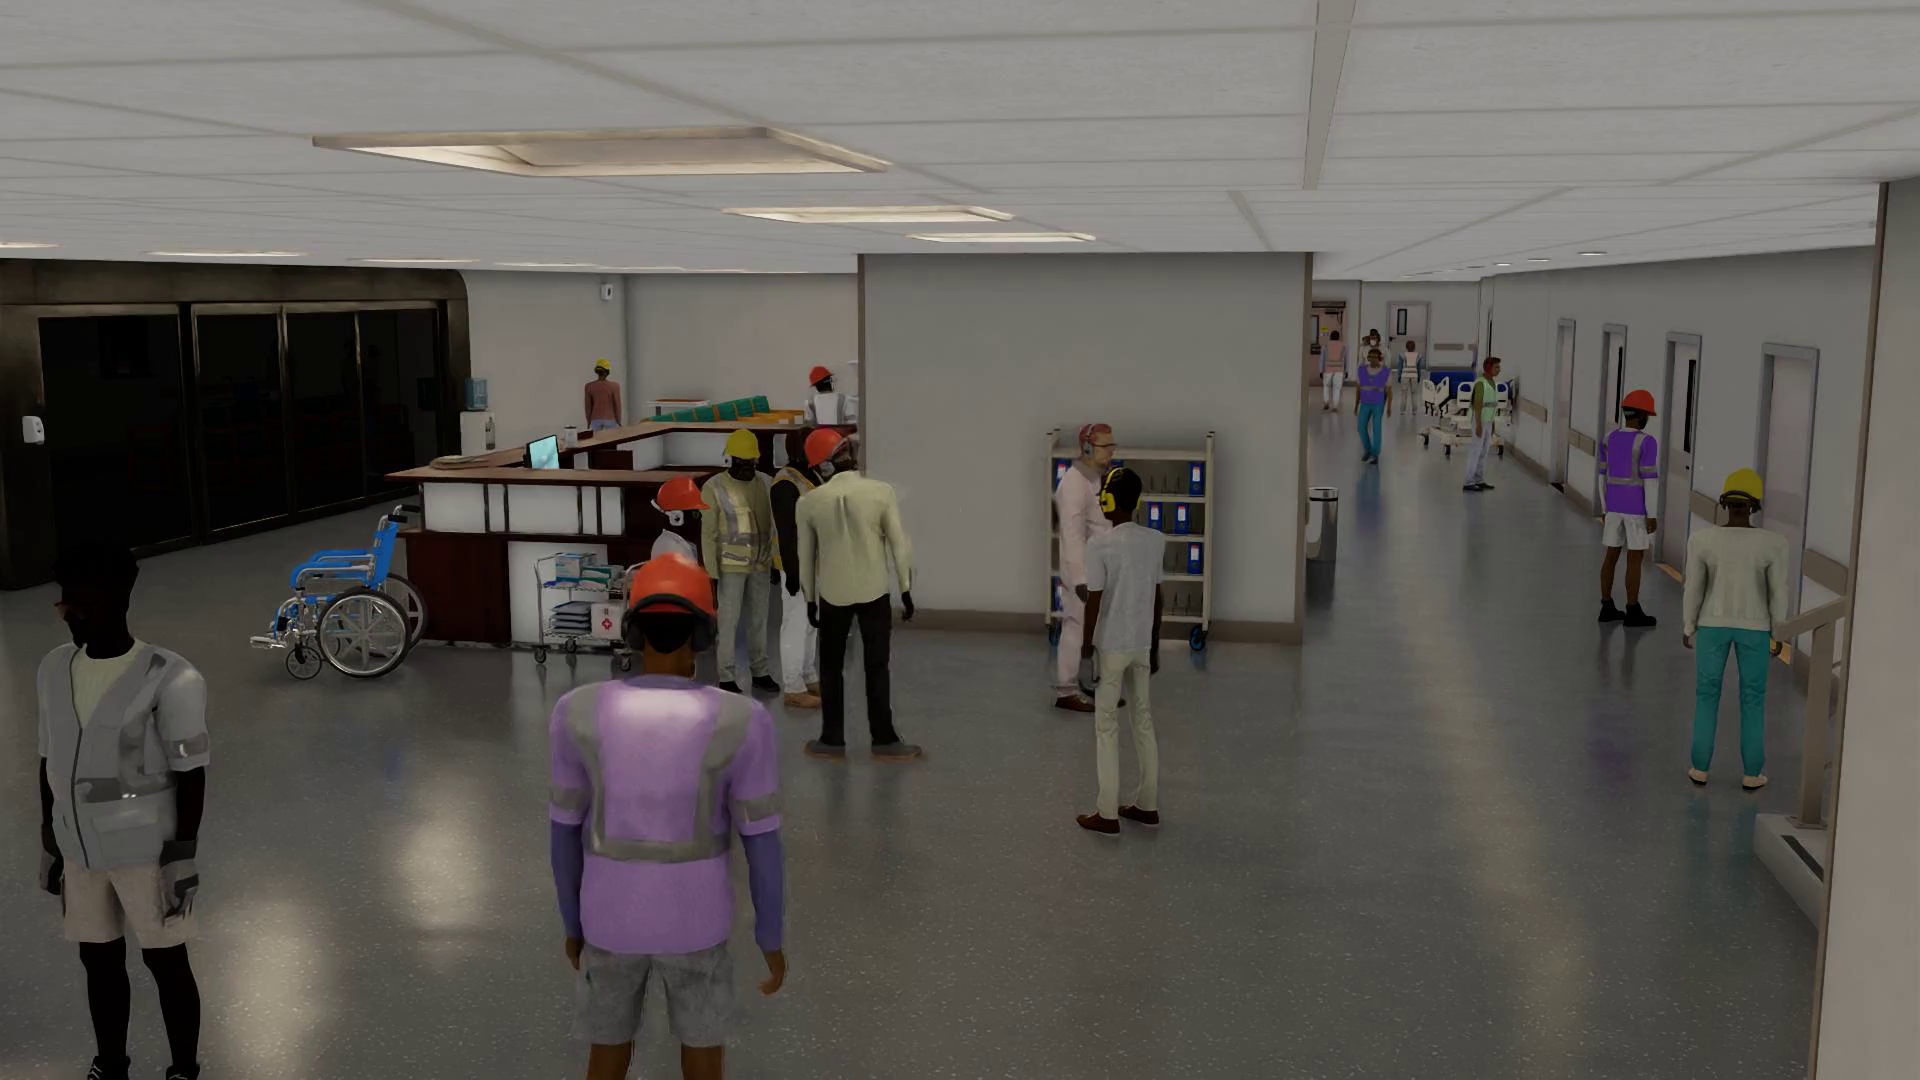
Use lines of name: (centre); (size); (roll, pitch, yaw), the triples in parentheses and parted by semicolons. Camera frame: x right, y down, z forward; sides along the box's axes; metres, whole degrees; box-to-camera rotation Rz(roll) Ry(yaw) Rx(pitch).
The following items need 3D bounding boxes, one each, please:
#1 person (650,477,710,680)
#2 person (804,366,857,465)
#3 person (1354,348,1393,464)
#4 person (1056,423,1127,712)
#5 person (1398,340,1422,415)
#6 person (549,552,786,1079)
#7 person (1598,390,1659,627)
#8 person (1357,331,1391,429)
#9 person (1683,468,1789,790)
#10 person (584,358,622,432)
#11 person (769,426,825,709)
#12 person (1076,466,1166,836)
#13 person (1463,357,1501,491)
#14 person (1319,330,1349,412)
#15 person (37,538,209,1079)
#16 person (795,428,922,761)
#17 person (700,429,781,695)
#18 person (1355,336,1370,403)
person: (-1.480, 0.536, 8.869); (0.327, 1.752, 0.563); (-2, 9, -15)
person: (-1.445, -1.000, 18.657); (0.639, 1.885, 0.498); (1, 9, 7)
person: (6.514, -2.113, 26.194); (0.605, 1.826, 0.444); (5, 10, 29)
person: (0.875, 0.188, 10.739); (0.576, 1.886, 0.673); (5, 10, 28)
person: (9.842, -3.551, 36.412); (0.509, 1.629, 0.315); (0, 9, -2)
person: (-0.798, 1.049, 4.597); (0.648, 2.018, 0.508); (0, 9, -1)
person: (5.475, -0.260, 13.581); (0.372, 1.928, 0.543); (-5, 10, -28)
person: (8.033, -3.091, 32.330); (0.636, 1.938, 0.358); (4, 9, 24)
person: (4.251, 0.488, 9.145); (0.524, 1.769, 0.315); (5, 10, 28)
person: (-5.058, -1.692, 23.619); (0.526, 1.769, 0.329); (1, 9, 4)
person: (-1.018, 0.174, 10.982); (0.429, 1.846, 0.633); (2, 9, 12)
person: (0.809, 0.557, 8.392); (0.512, 1.862, 0.322); (-6, 10, -33)
person: (7.140, -1.583, 22.707); (0.405, 1.832, 0.578); (7, 11, 39)
person: (8.402, -3.786, 37.342); (0.645, 1.824, 0.549); (2, 9, 14)
person: (-2.688, 0.965, 5.320); (0.604, 1.966, 0.367); (2, 9, 13)
person: (-0.566, 0.326, 9.681); (0.758, 1.948, 0.390); (1, 9, 4)
person: (-1.464, 0.156, 11.198); (0.599, 1.819, 0.403); (-7, 11, -41)
person: (9.755, -4.083, 39.906); (0.310, 1.639, 0.514); (-7, 11, -41)
